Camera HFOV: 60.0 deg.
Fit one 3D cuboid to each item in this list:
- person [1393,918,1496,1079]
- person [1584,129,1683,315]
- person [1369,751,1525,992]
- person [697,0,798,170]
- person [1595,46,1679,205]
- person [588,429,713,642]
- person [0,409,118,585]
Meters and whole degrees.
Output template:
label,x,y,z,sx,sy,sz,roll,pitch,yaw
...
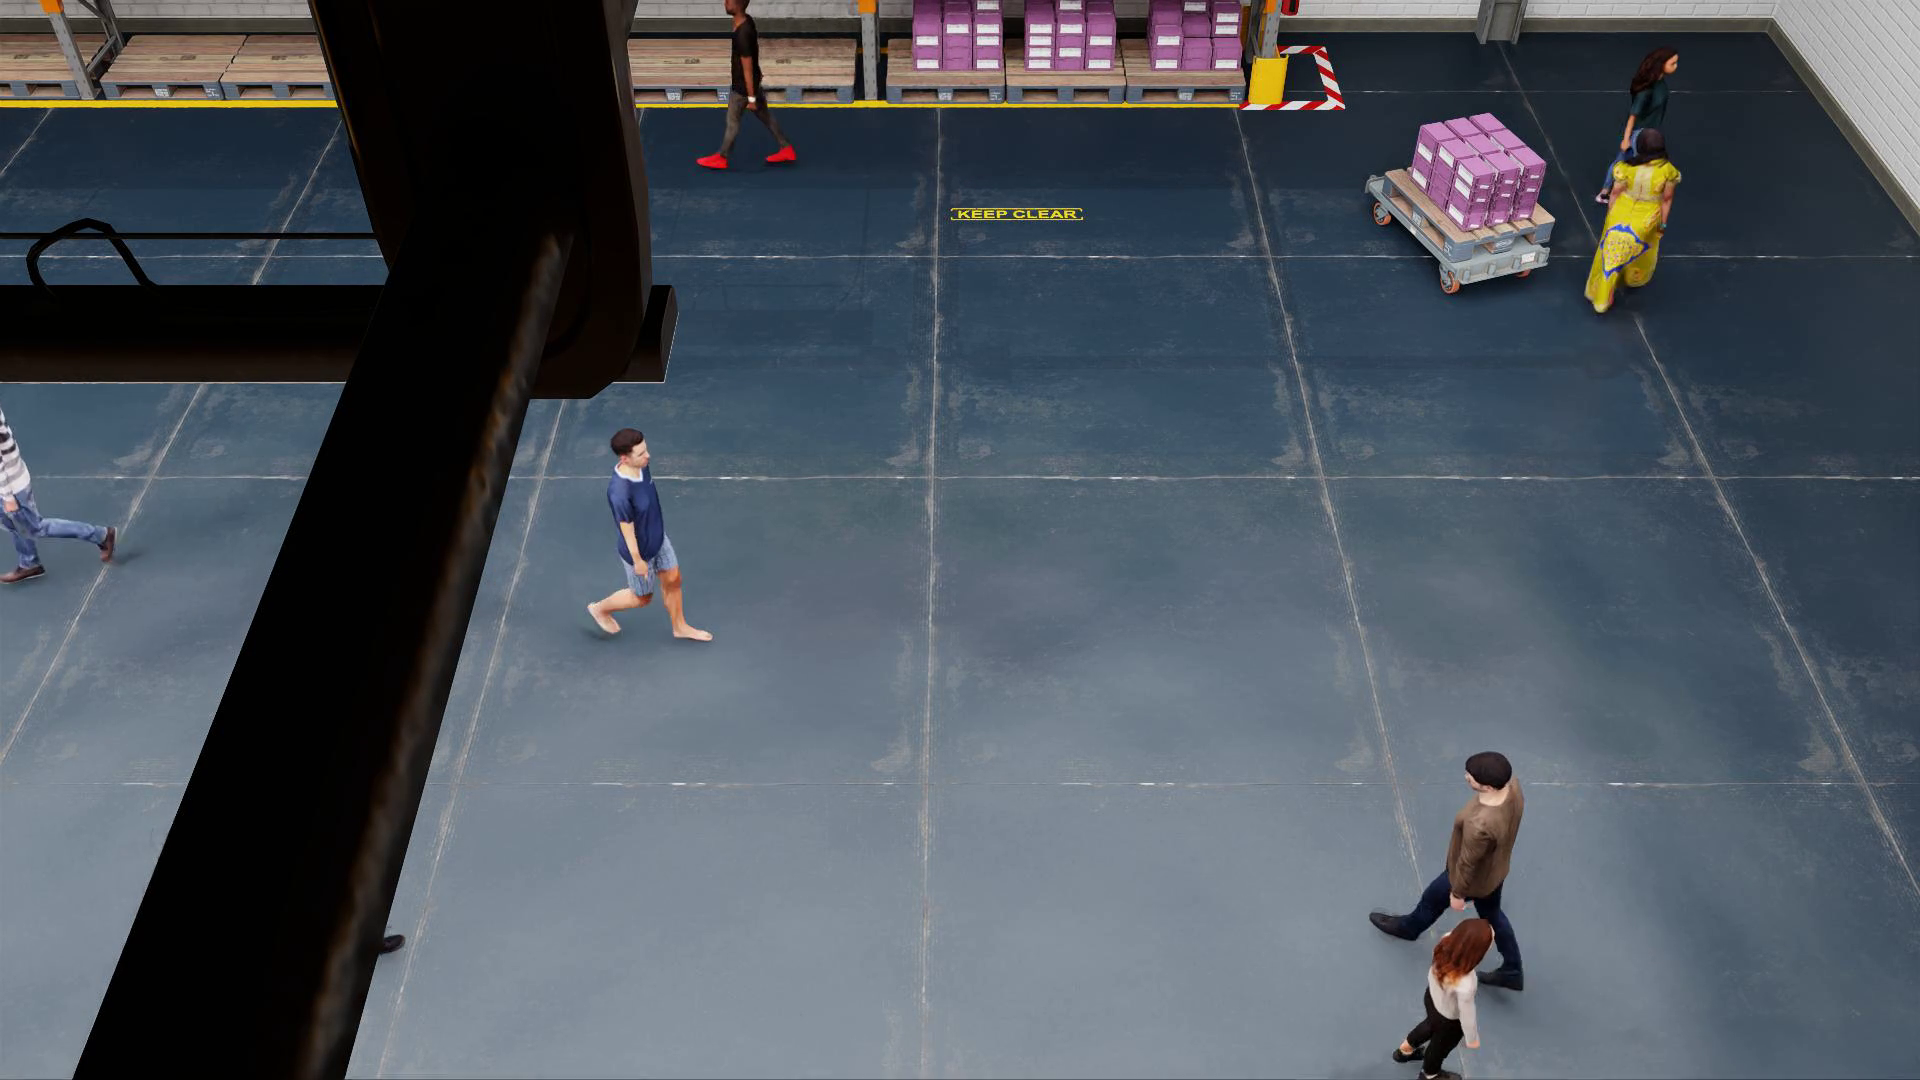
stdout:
label,x,y,z,sx,sy,sz,roll,pitch,yaw
person,2.487,2.431,8.641,0.574,1.479,0.562,-1,44,-1
person,5.571,-2.590,13.812,1.235,1.617,1.095,17,46,17
person,2.887,1.822,9.022,1.243,1.837,1.112,30,51,28
person,-1.884,-4.232,15.434,1.160,1.757,0.683,1,44,1
person,6.052,-3.723,15.010,0.913,1.604,0.829,27,50,26
person,-2.160,0.015,10.929,1.140,1.822,0.799,9,44,9
person,-6.431,-0.442,11.405,1.178,1.826,0.984,-20,47,-20
